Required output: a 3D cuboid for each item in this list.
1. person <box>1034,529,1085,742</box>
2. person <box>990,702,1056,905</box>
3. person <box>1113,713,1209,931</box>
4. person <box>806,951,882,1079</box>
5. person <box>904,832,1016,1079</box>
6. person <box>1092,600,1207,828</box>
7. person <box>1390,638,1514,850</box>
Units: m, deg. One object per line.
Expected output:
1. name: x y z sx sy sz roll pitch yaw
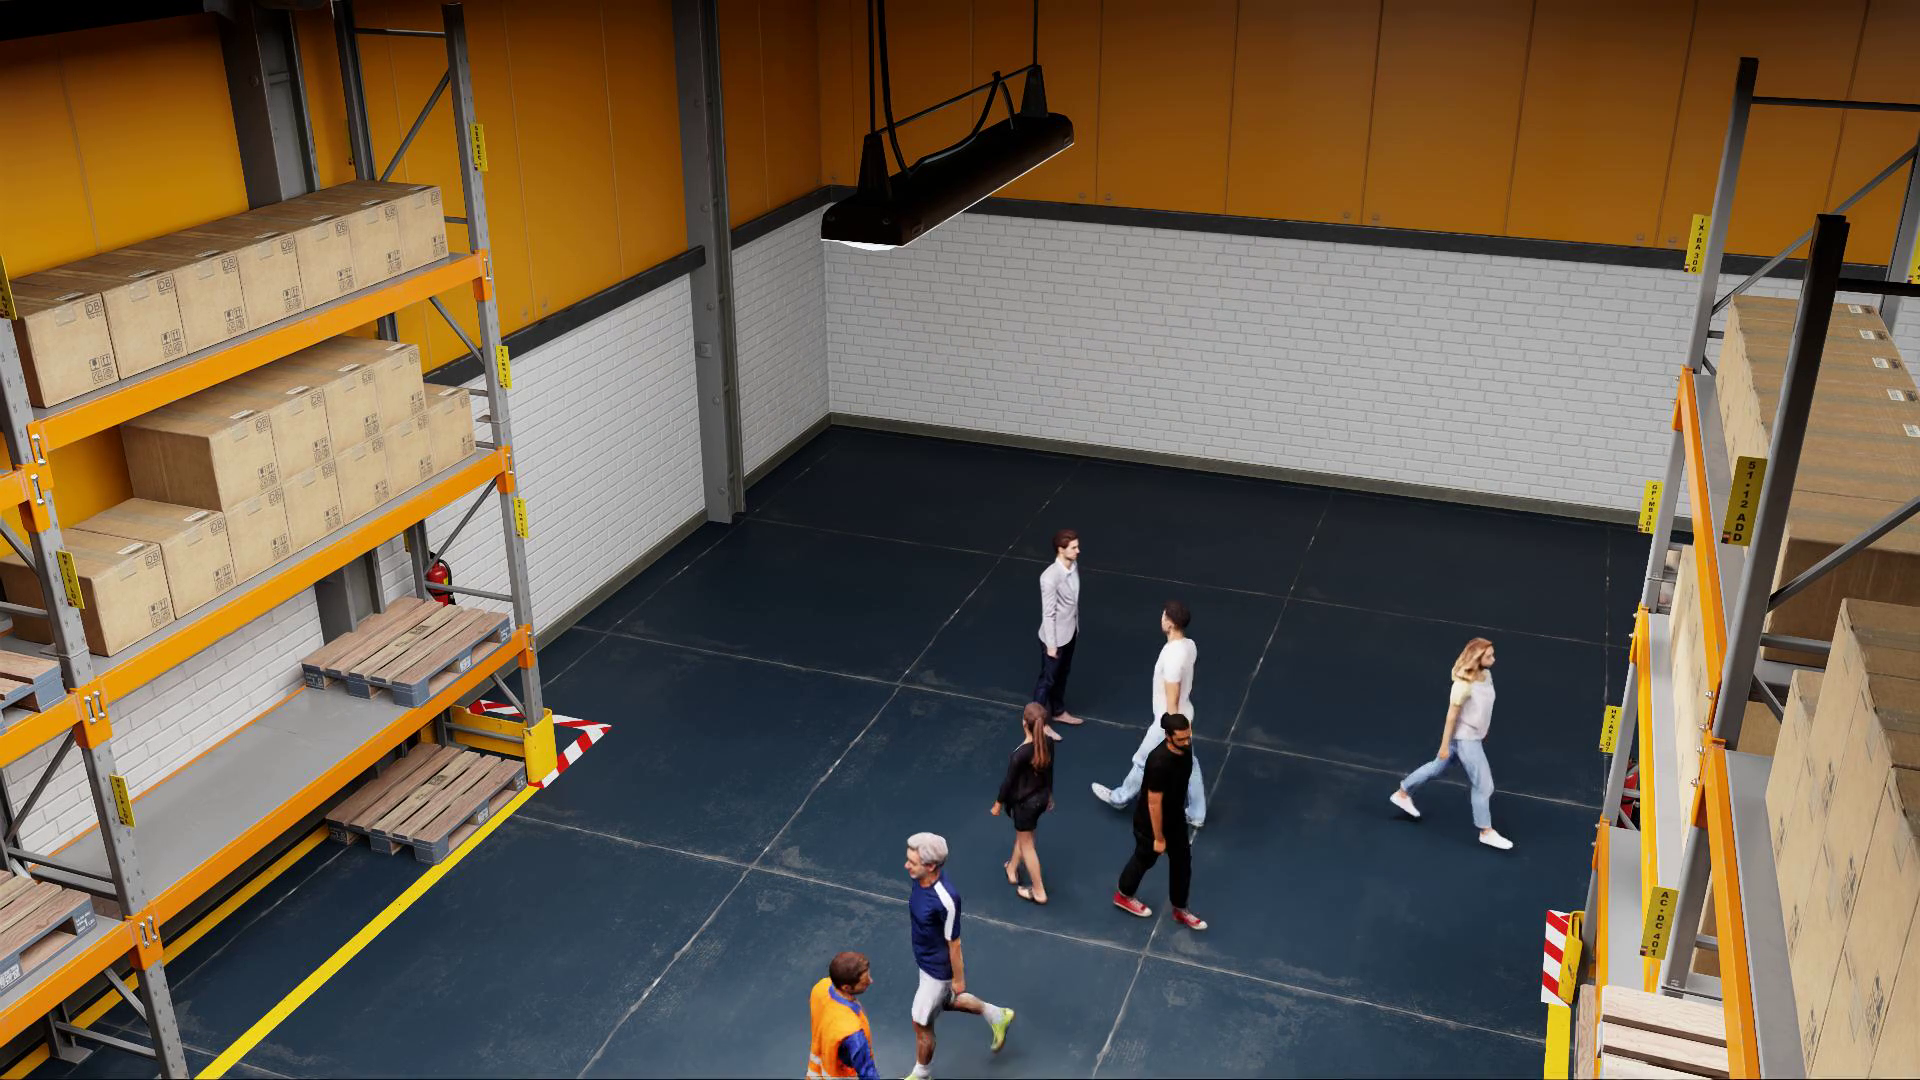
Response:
1. person: 0.812 0.760 13.872 0.776 1.850 0.580 14 27 29
2. person: 0.542 1.867 11.729 0.829 1.538 0.816 21 31 39
3. person: 1.321 1.886 11.462 0.899 1.717 0.981 15 28 30
4. person: -0.716 2.971 8.840 0.946 1.830 0.884 -9 25 -20
5. person: -0.051 2.504 9.942 1.179 1.802 1.142 -10 26 -22
6. person: 1.684 1.364 12.532 0.840 1.816 1.095 11 26 24
7. person: 3.681 1.481 12.443 0.951 1.674 1.208 16 28 32
